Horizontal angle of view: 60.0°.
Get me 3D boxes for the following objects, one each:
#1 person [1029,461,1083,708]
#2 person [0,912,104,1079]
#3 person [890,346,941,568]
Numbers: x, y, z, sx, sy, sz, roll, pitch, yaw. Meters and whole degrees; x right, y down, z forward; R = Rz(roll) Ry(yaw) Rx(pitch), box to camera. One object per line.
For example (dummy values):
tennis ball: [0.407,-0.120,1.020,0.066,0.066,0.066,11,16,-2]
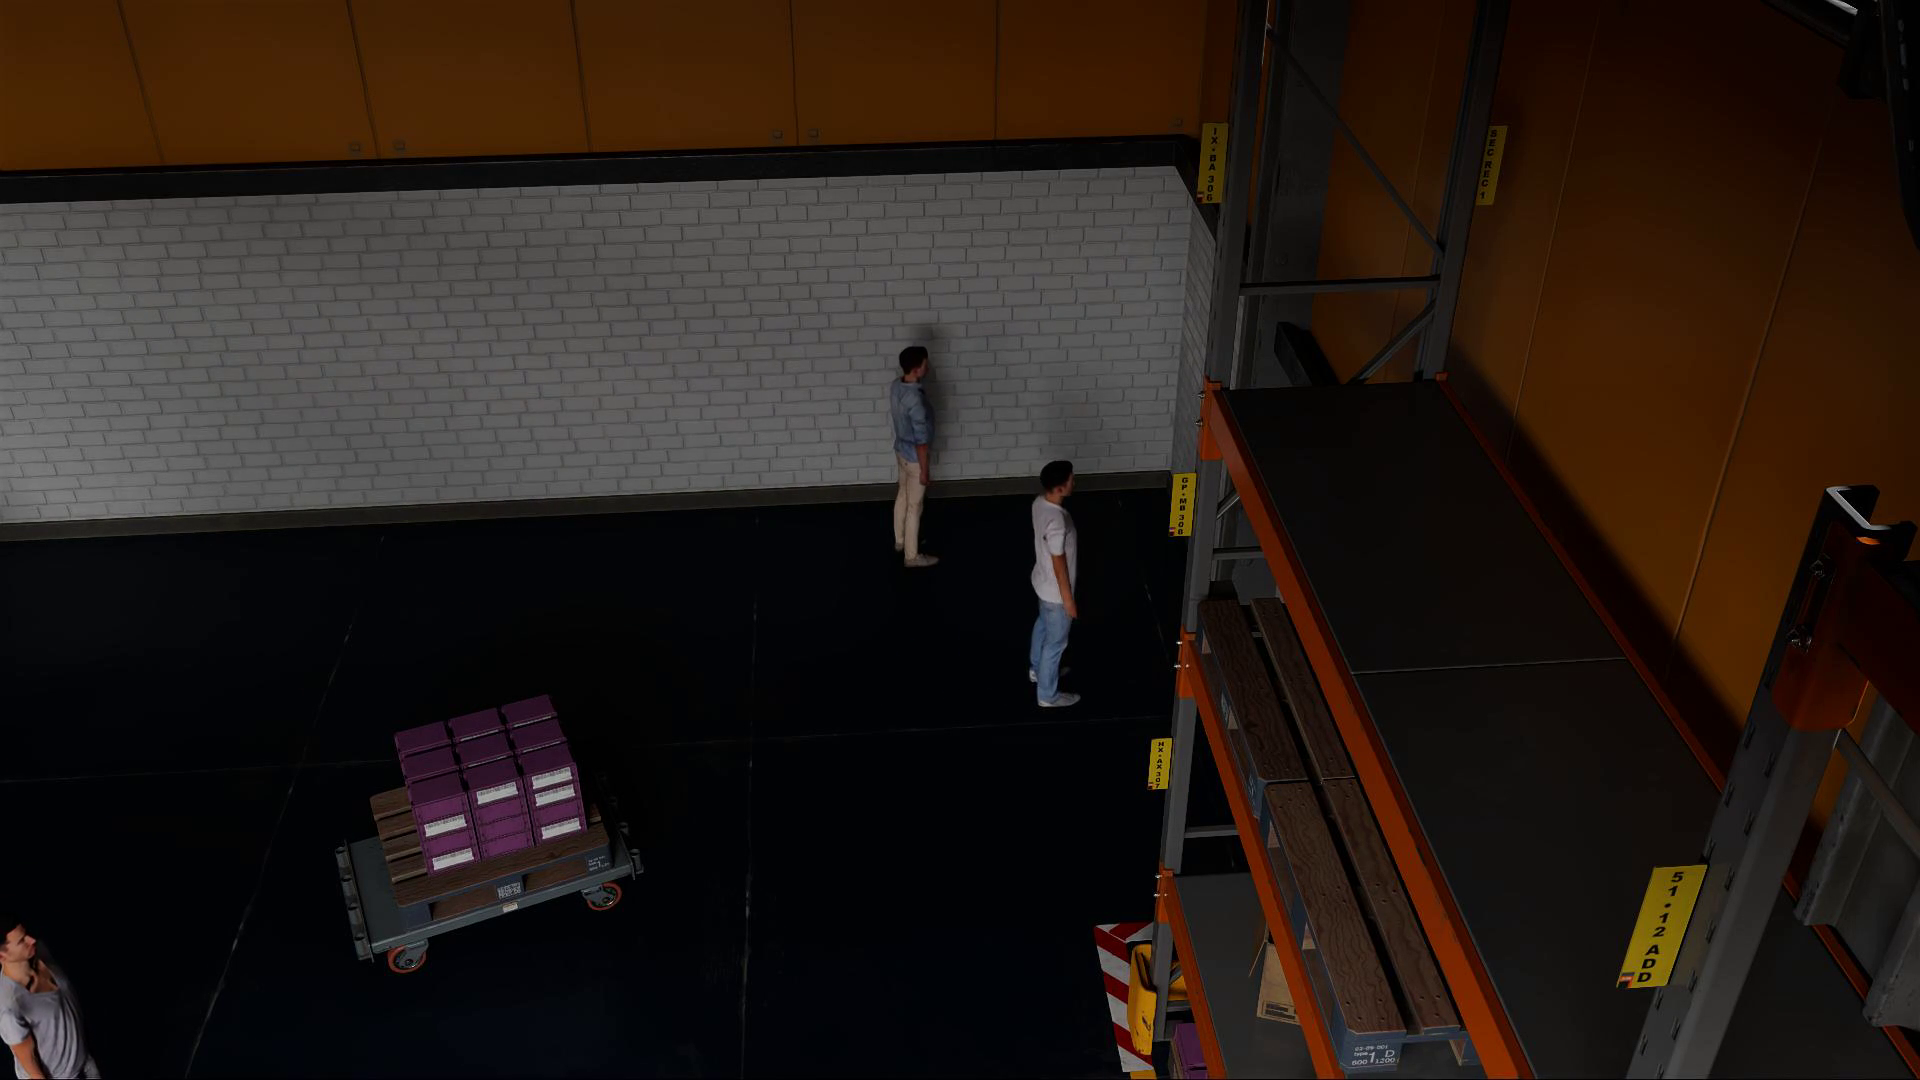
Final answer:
person: [0.616,0.287,11.247,0.743,1.857,0.517,-5,34,-7]
person: [-4.355,2.465,7.973,0.740,1.853,0.509,-5,34,-7]
person: [-0.368,-0.639,12.649,0.760,1.846,0.579,-12,35,-17]
